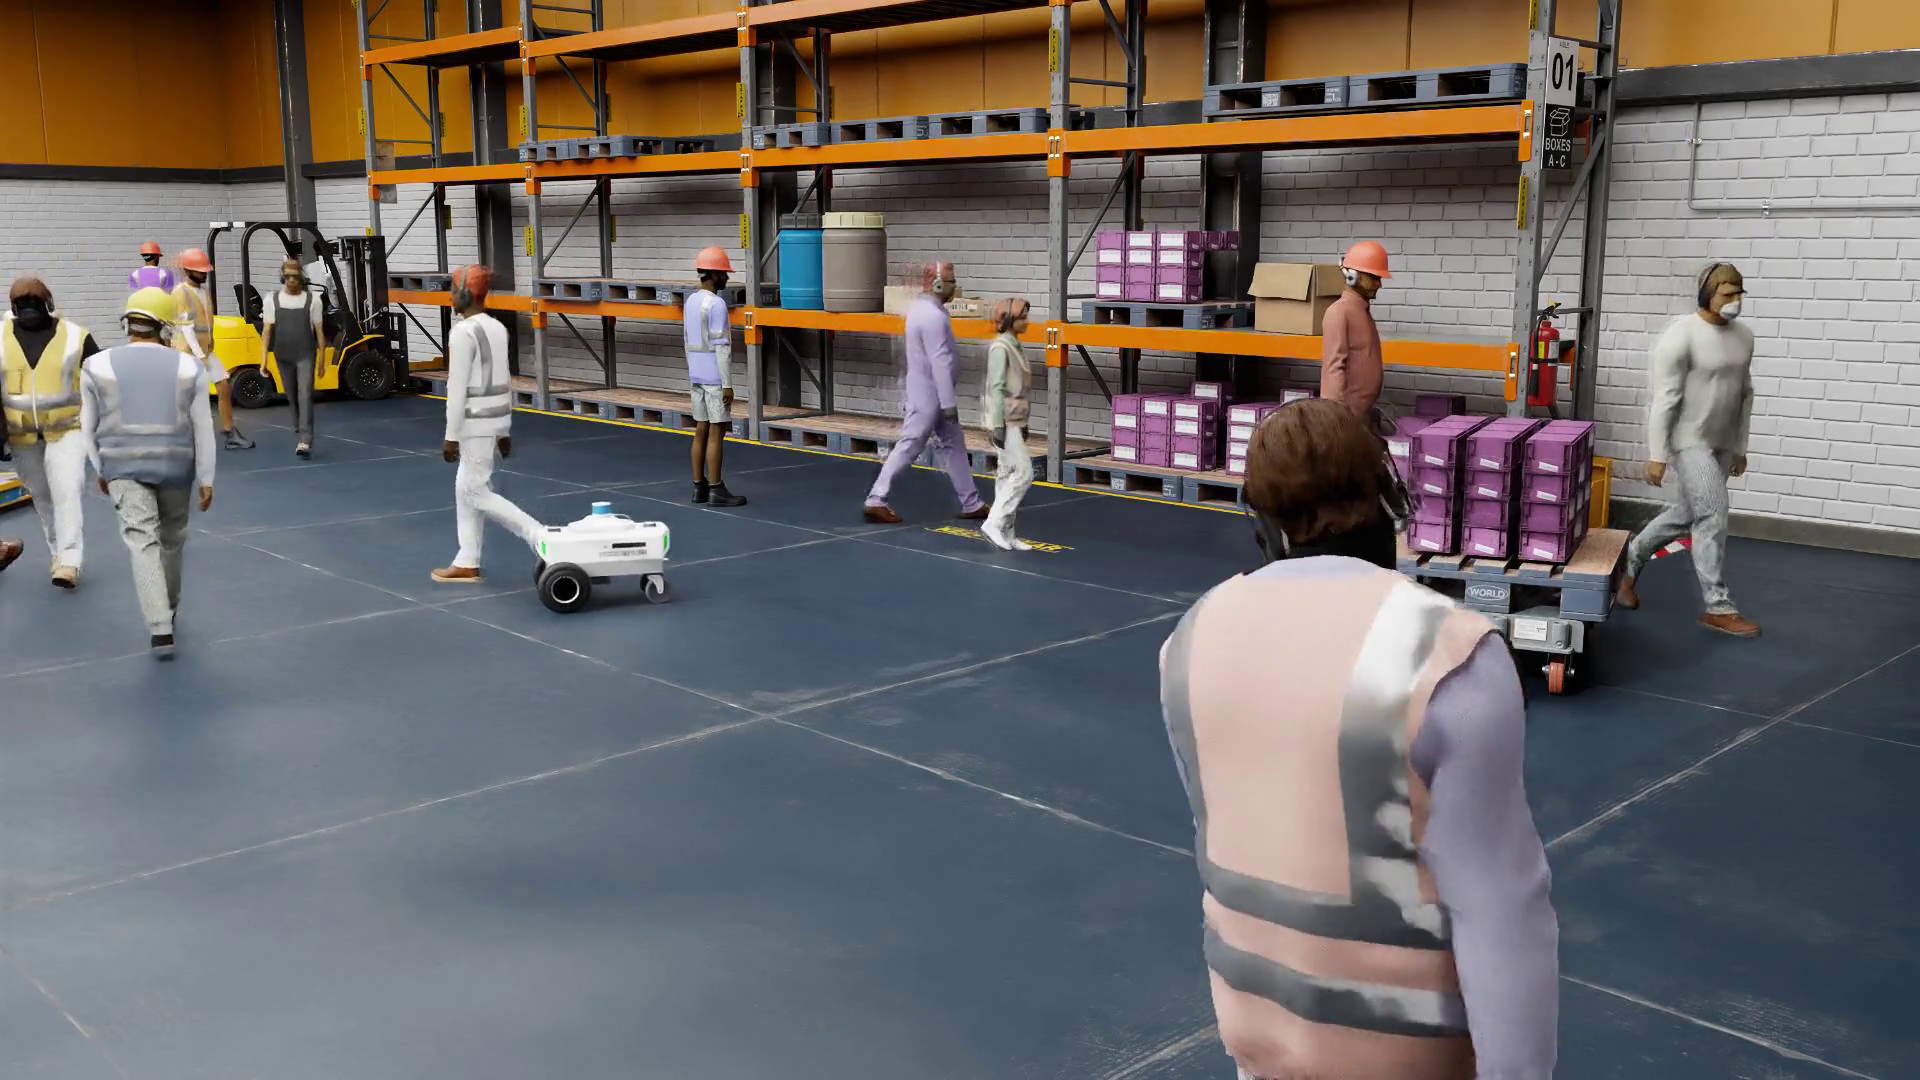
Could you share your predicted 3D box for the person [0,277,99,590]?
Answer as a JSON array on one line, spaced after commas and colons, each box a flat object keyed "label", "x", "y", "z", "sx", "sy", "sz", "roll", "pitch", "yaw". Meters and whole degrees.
[{"label": "person", "x": -5.309, "y": -0.622, "z": 9.654, "sx": 0.618, "sy": 1.784, "sz": 1.009, "roll": -3, "pitch": 11, "yaw": -16}]

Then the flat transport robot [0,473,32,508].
[{"label": "flat transport robot", "x": -7.280, "y": -0.323, "z": 12.137, "sx": 0.652, "sy": 0.197, "sz": 1.431, "roll": -1, "pitch": 10, "yaw": -5}]

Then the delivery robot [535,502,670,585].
[{"label": "delivery robot", "x": -1.961, "y": 0.035, "z": 9.151, "sx": 0.707, "sy": 0.478, "sz": 0.477, "roll": -3, "pitch": 11, "yaw": -17}]

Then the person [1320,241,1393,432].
[{"label": "person", "x": 2.276, "y": -0.722, "z": 9.634, "sx": 0.394, "sy": 1.985, "sz": 0.611, "roll": 5, "pitch": 12, "yaw": 27}]

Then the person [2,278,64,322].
[{"label": "person", "x": -8.243, "y": -1.516, "z": 14.895, "sx": 0.511, "sy": 1.644, "sz": 0.307, "roll": -5, "pitch": 12, "yaw": -25}]

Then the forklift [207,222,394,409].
[{"label": "forklift", "x": -8.169, "y": -2.758, "z": 20.163, "sx": 2.313, "sy": 2.155, "sz": 1.214, "roll": -10, "pitch": 14, "yaw": -44}]

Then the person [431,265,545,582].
[{"label": "person", "x": -2.686, "y": -0.640, "z": 9.542, "sx": 0.808, "sy": 1.859, "sz": 0.578, "roll": 1, "pitch": 10, "yaw": 5}]

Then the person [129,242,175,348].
[{"label": "person", "x": -10.615, "y": -2.954, "z": 21.947, "sx": 0.545, "sy": 1.933, "sz": 0.376, "roll": -2, "pitch": 11, "yaw": -12}]

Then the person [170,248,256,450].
[{"label": "person", "x": -7.006, "y": -1.747, "z": 15.460, "sx": 0.869, "sy": 1.890, "sz": 0.552, "roll": 2, "pitch": 11, "yaw": 11}]

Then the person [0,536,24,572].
[{"label": "person", "x": -5.899, "y": -0.642, "z": 9.544, "sx": 0.663, "sy": 1.852, "sz": 1.032, "roll": 0, "pitch": 10, "yaw": 2}]

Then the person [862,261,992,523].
[{"label": "person", "x": -0.222, "y": -1.027, "z": 11.684, "sx": 1.030, "sy": 1.856, "sz": 0.644, "roll": -1, "pitch": 10, "yaw": -5}]

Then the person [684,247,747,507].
[{"label": "person", "x": -1.836, "y": -1.215, "z": 12.454, "sx": 0.364, "sy": 1.934, "sz": 0.552, "roll": -7, "pitch": 13, "yaw": -34}]

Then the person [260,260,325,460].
[{"label": "person", "x": -6.062, "y": -1.636, "z": 15.138, "sx": 0.539, "sy": 1.795, "sz": 0.959, "roll": -2, "pitch": 11, "yaw": -12}]

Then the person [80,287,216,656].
[{"label": "person", "x": -3.982, "y": -0.349, "z": 8.195, "sx": 0.575, "sy": 1.772, "sz": 0.950, "roll": -6, "pitch": 12, "yaw": -29}]

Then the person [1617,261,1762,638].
[{"label": "person", "x": 3.788, "y": -0.497, "z": 8.657, "sx": 0.646, "sy": 1.905, "sz": 0.937, "roll": -6, "pitch": 12, "yaw": -30}]

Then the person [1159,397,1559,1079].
[{"label": "person", "x": 0.570, "y": 0.705, "z": 2.376, "sx": 0.430, "sy": 1.796, "sz": 0.712, "roll": -8, "pitch": 13, "yaw": -36}]

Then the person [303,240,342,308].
[{"label": "person", "x": -9.211, "y": -3.366, "z": 24.103, "sx": 0.613, "sy": 1.962, "sz": 0.362, "roll": 1, "pitch": 10, "yaw": 4}]

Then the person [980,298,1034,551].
[{"label": "person", "x": 0.333, "y": -0.723, "z": 10.589, "sx": 0.371, "sy": 1.626, "sz": 0.536, "roll": 3, "pitch": 11, "yaw": 14}]
